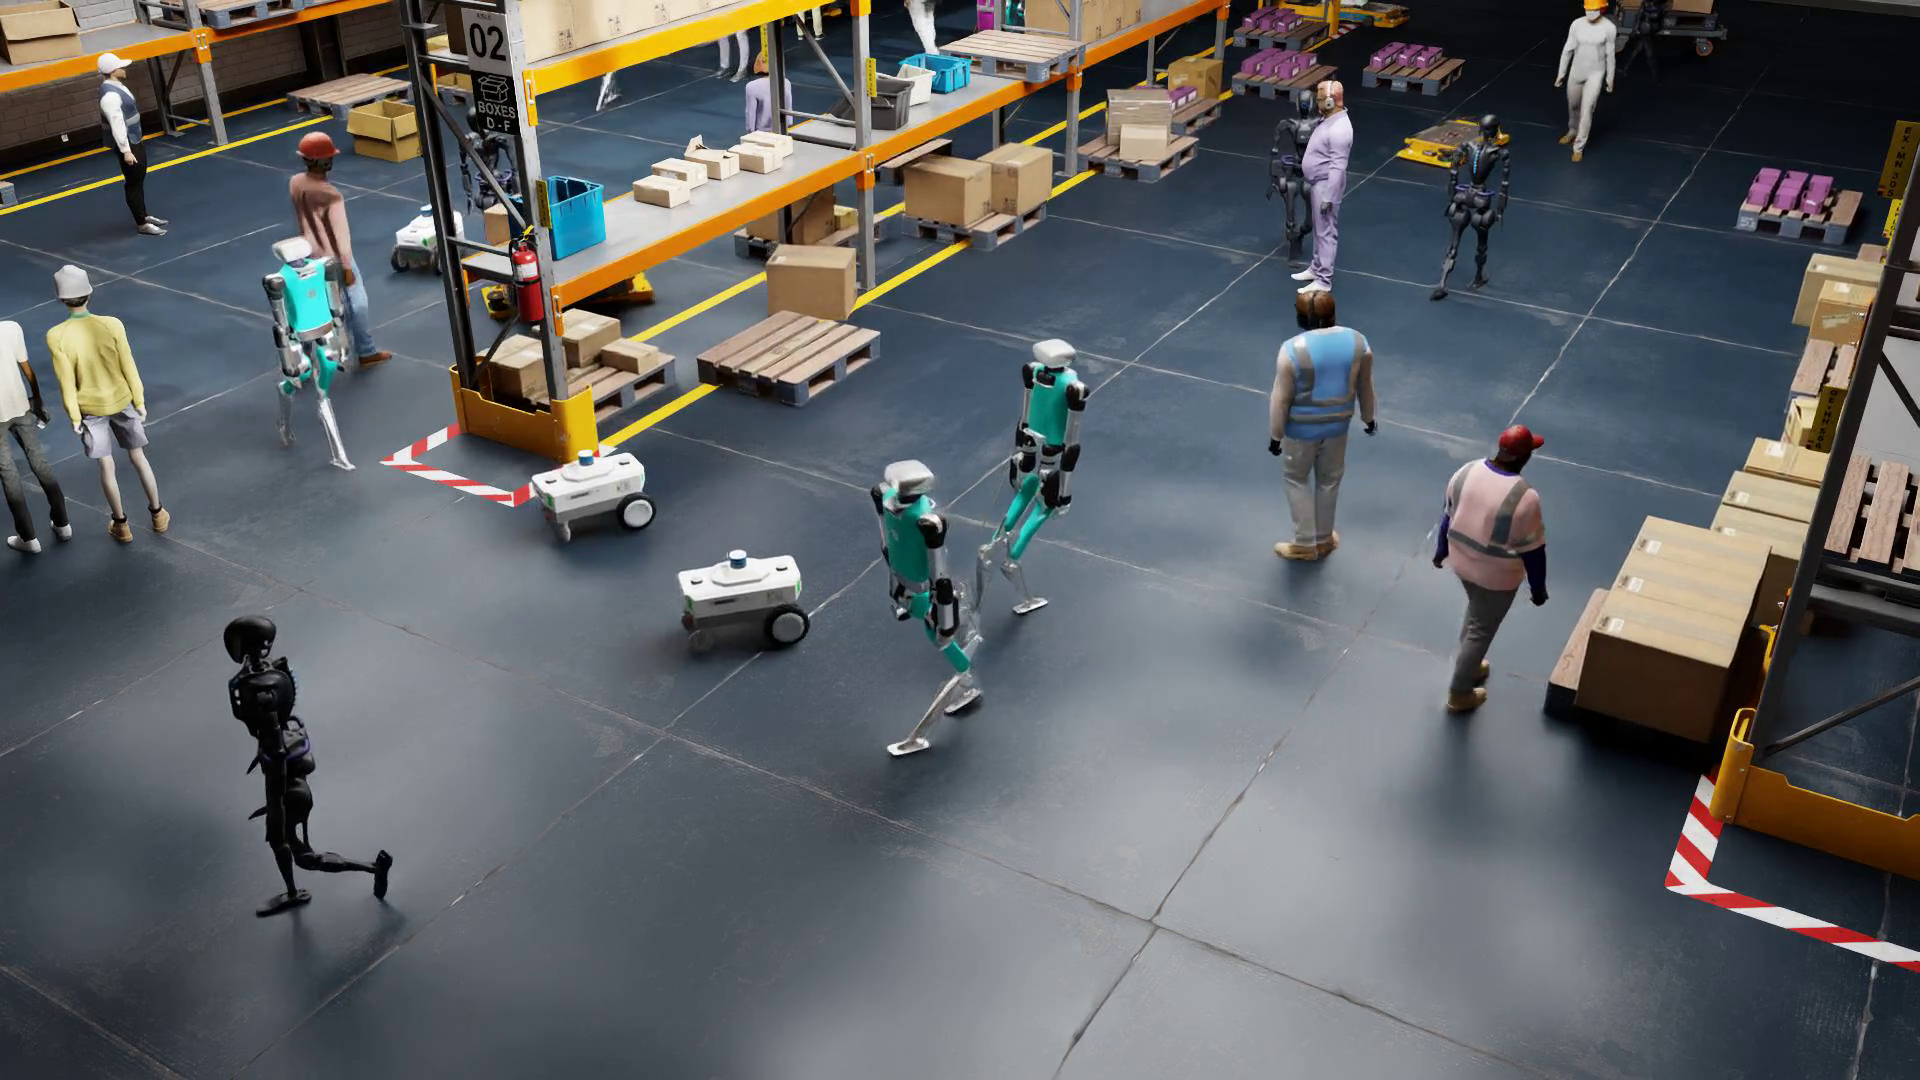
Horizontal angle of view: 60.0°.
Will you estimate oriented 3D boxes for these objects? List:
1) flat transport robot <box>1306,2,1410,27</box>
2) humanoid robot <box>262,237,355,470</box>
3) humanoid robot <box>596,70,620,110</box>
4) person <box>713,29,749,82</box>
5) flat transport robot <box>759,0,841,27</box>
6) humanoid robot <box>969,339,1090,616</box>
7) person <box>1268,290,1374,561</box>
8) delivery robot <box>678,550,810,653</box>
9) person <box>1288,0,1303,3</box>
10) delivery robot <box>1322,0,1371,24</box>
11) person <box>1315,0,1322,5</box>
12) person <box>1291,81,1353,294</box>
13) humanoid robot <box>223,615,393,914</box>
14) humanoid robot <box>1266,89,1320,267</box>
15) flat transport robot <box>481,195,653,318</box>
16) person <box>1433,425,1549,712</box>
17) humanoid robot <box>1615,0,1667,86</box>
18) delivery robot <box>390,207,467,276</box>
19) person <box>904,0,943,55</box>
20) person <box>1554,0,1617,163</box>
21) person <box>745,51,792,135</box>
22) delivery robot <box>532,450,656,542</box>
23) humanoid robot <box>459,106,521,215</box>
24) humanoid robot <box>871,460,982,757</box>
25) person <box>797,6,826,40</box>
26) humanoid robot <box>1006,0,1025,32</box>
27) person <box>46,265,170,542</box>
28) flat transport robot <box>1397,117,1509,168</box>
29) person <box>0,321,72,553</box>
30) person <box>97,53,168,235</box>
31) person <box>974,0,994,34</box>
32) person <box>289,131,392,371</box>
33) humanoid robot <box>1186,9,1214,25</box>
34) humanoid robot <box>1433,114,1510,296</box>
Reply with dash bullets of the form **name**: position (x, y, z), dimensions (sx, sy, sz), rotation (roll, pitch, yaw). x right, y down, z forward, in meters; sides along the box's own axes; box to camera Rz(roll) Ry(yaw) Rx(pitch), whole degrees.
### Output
- **flat transport robot**: position (5.951, -7.903, 24.922), dimensions (1.431, 0.231, 0.659), rotation (19, 34, 30)
- **humanoid robot**: position (-4.783, -1.373, 11.902), dimensions (0.942, 1.773, 0.548), rotation (22, 36, 33)
- **humanoid robot**: position (-4.332, -6.194, 20.424), dimensions (0.556, 1.793, 0.811), rotation (18, 34, 29)
- **person**: position (-2.946, -6.941, 21.527), dimensions (0.533, 1.937, 0.536), rotation (14, 32, 23)
- **flat transport robot**: position (-2.533, -7.918, 24.949), dimensions (0.659, 0.231, 1.431), rotation (26, 38, 38)
- **humanoid robot**: position (0.312, -0.242, 9.973), dimensions (0.886, 1.849, 0.552), rotation (-19, 35, -31)
- **person**: position (2.314, -0.728, 10.665), dimensions (0.772, 1.826, 0.434), rotation (-8, 30, -13)
- **delivery robot**: position (-1.310, 0.343, 10.047), dimensions (0.802, 0.598, 0.499), rotation (-9, 31, -15)
- **person**: position (5.545, -9.182, 25.644), dimensions (0.971, 1.795, 0.626), rotation (17, 34, 27)
- **delivery robot**: position (5.778, -8.053, 24.890), dimensions (0.782, 0.587, 0.499), rotation (14, 32, 23)
- **person**: position (5.835, -9.060, 25.501), dimensions (0.679, 1.715, 0.585), rotation (-7, 30, -12)
- **person**: position (3.235, -3.136, 14.834), dimensions (0.403, 1.902, 0.642), rotation (2, 30, 4)
- **humanoid robot**: position (-3.073, 1.037, 7.689), dimensions (0.643, 1.635, 0.601), rotation (-14, 32, -23)
- **humanoid robot**: position (3.197, -3.411, 15.575), dimensions (0.609, 1.644, 0.484), rotation (3, 30, 6)
- **flat transport robot**: position (-3.538, -2.267, 14.952), dimensions (1.431, 0.231, 0.659), rotation (-11, 31, -18)
- **person**: position (2.983, 0.138, 9.211), dimensions (0.632, 1.730, 0.645), rotation (-17, 33, -27)
- **humanoid robot**: position (8.852, -6.712, 21.423), dimensions (0.762, 1.632, 0.587), rotation (26, 38, 38)
- **delivery robot**: position (-4.992, -2.818, 15.655), dimensions (0.499, 0.614, 0.804), rotation (8, 30, 13)
- **person**: position (-0.446, -7.263, 22.135), dimensions (0.655, 1.900, 0.549), rotation (-18, 34, -29)
- **person**: position (7.038, -5.251, 18.640), dimensions (0.616, 1.849, 0.872), rotation (17, 33, 27)
- **person**: position (-1.930, -4.139, 16.882), dimensions (0.497, 1.627, 0.288), rotation (-17, 33, -27)
- **delivery robot**: position (-2.465, -0.323, 11.238), dimensions (0.781, 0.609, 0.499), rotation (-17, 34, -27)
- **humanoid robot**: position (-4.214, -3.139, 15.090), dimensions (0.609, 1.650, 0.379), rotation (7, 30, 11)
- **humanoid robot**: position (-0.058, 0.308, 8.924), dimensions (1.005, 1.734, 0.547), rotation (-21, 36, -33)
- **person**: position (-2.161, -8.003, 23.588), dimensions (0.571, 1.750, 0.329), rotation (3, 30, 5)
- **humanoid robot**: position (0.809, -7.084, 22.001), dimensions (0.581, 1.766, 0.857), rotation (14, 32, 23)
- **person**: position (-5.567, -0.873, 10.840), dimensions (0.486, 1.890, 0.380), rotation (-19, 35, -30)
- **flat transport robot**: position (5.637, -4.530, 18.955), dimensions (0.659, 0.231, 1.431), rotation (24, 37, 36)
- **person**: position (-6.175, -0.802, 10.734), dimensions (0.317, 1.870, 0.527), rotation (21, 35, 32)
- **person**: position (-8.140, -3.865, 16.262), dimensions (0.410, 1.758, 0.769), rotation (-10, 31, -17)
- **person**: position (0.351, -6.375, 20.615), dimensions (0.337, 1.848, 0.513), rotation (-15, 33, -24)
- **person**: position (-5.048, -2.236, 13.171), dimensions (0.619, 1.969, 0.757), rotation (18, 34, 29)
- **humanoid robot**: position (3.644, -8.571, 24.674), dimensions (0.530, 1.779, 1.031), rotation (15, 33, 25)
- **humanoid robot**: position (4.576, -2.979, 14.849), dimensions (0.587, 1.644, 0.784), rotation (22, 36, 33)
